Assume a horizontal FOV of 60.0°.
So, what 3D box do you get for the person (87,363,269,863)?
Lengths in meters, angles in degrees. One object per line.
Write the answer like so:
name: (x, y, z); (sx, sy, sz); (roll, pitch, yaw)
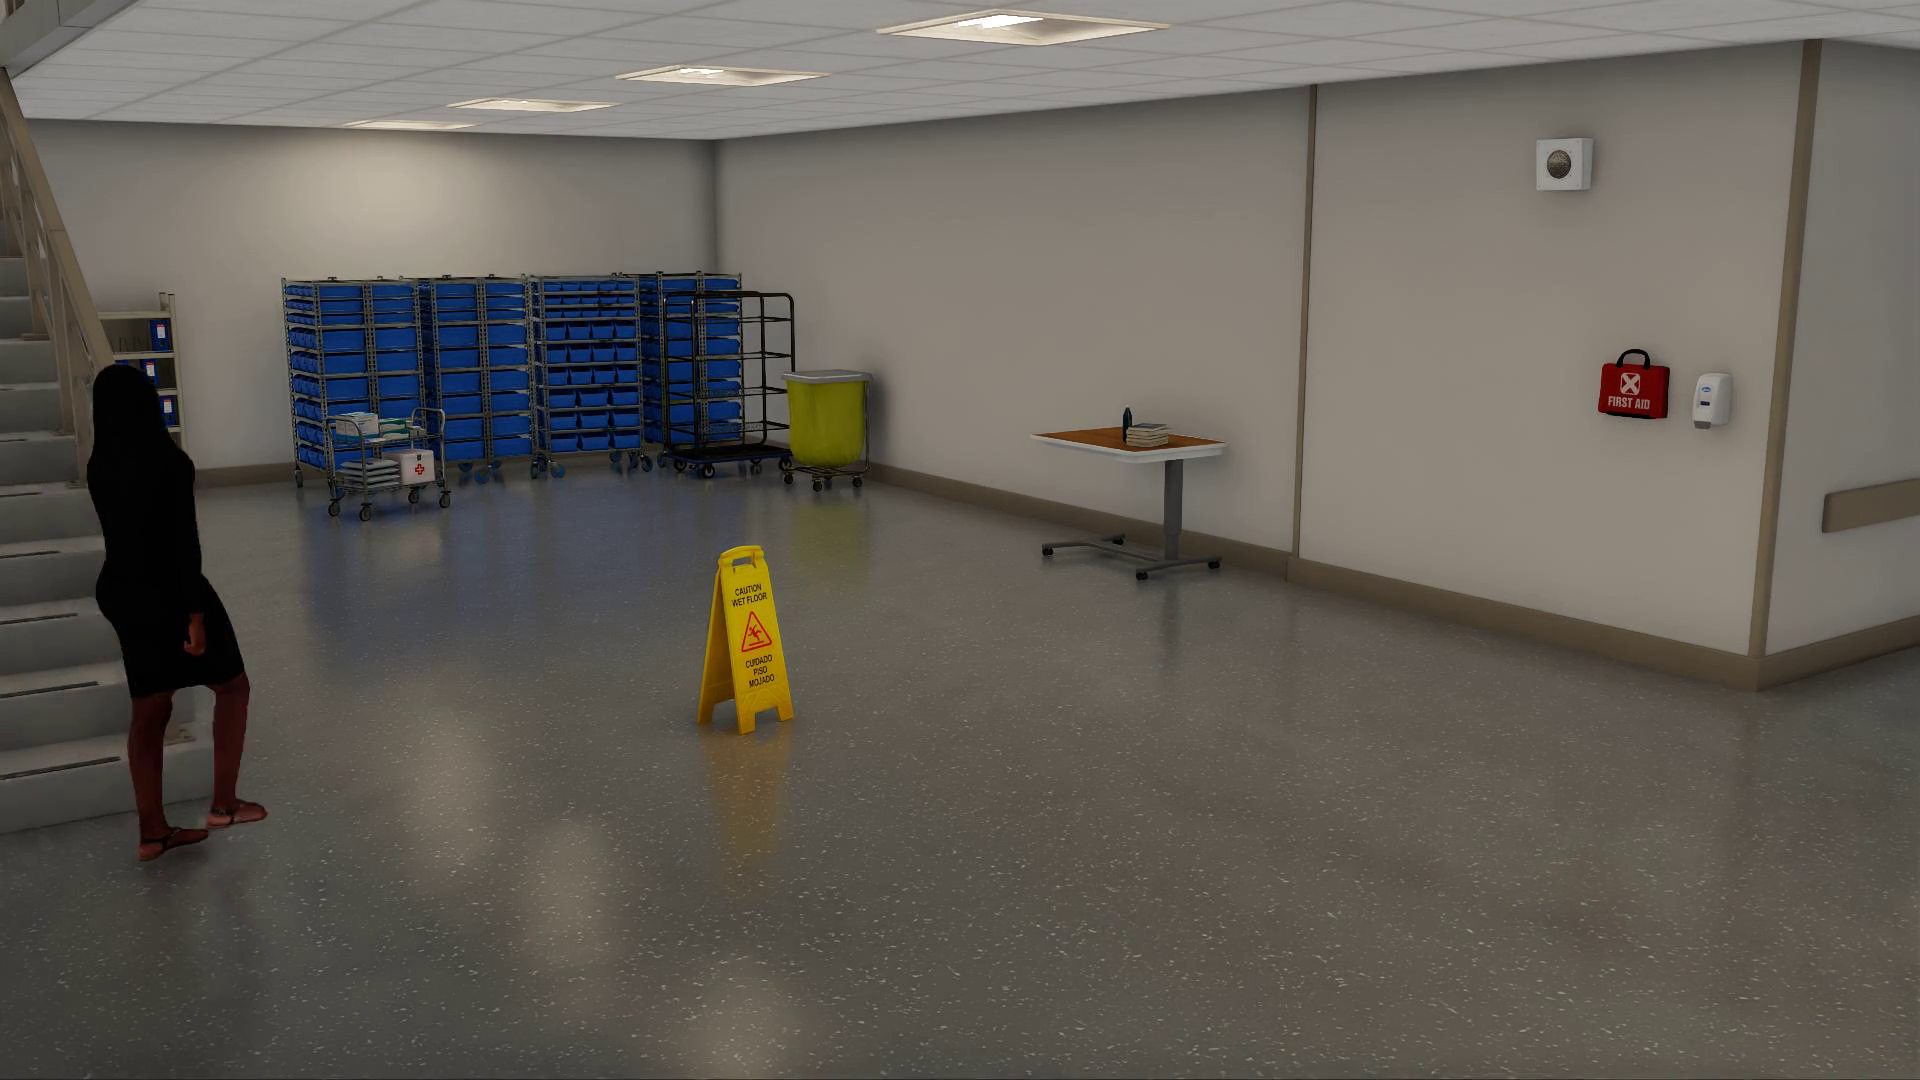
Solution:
person: (-2.825, 0.272, 5.691); (0.779, 1.696, 0.852); (5, 12, 23)
